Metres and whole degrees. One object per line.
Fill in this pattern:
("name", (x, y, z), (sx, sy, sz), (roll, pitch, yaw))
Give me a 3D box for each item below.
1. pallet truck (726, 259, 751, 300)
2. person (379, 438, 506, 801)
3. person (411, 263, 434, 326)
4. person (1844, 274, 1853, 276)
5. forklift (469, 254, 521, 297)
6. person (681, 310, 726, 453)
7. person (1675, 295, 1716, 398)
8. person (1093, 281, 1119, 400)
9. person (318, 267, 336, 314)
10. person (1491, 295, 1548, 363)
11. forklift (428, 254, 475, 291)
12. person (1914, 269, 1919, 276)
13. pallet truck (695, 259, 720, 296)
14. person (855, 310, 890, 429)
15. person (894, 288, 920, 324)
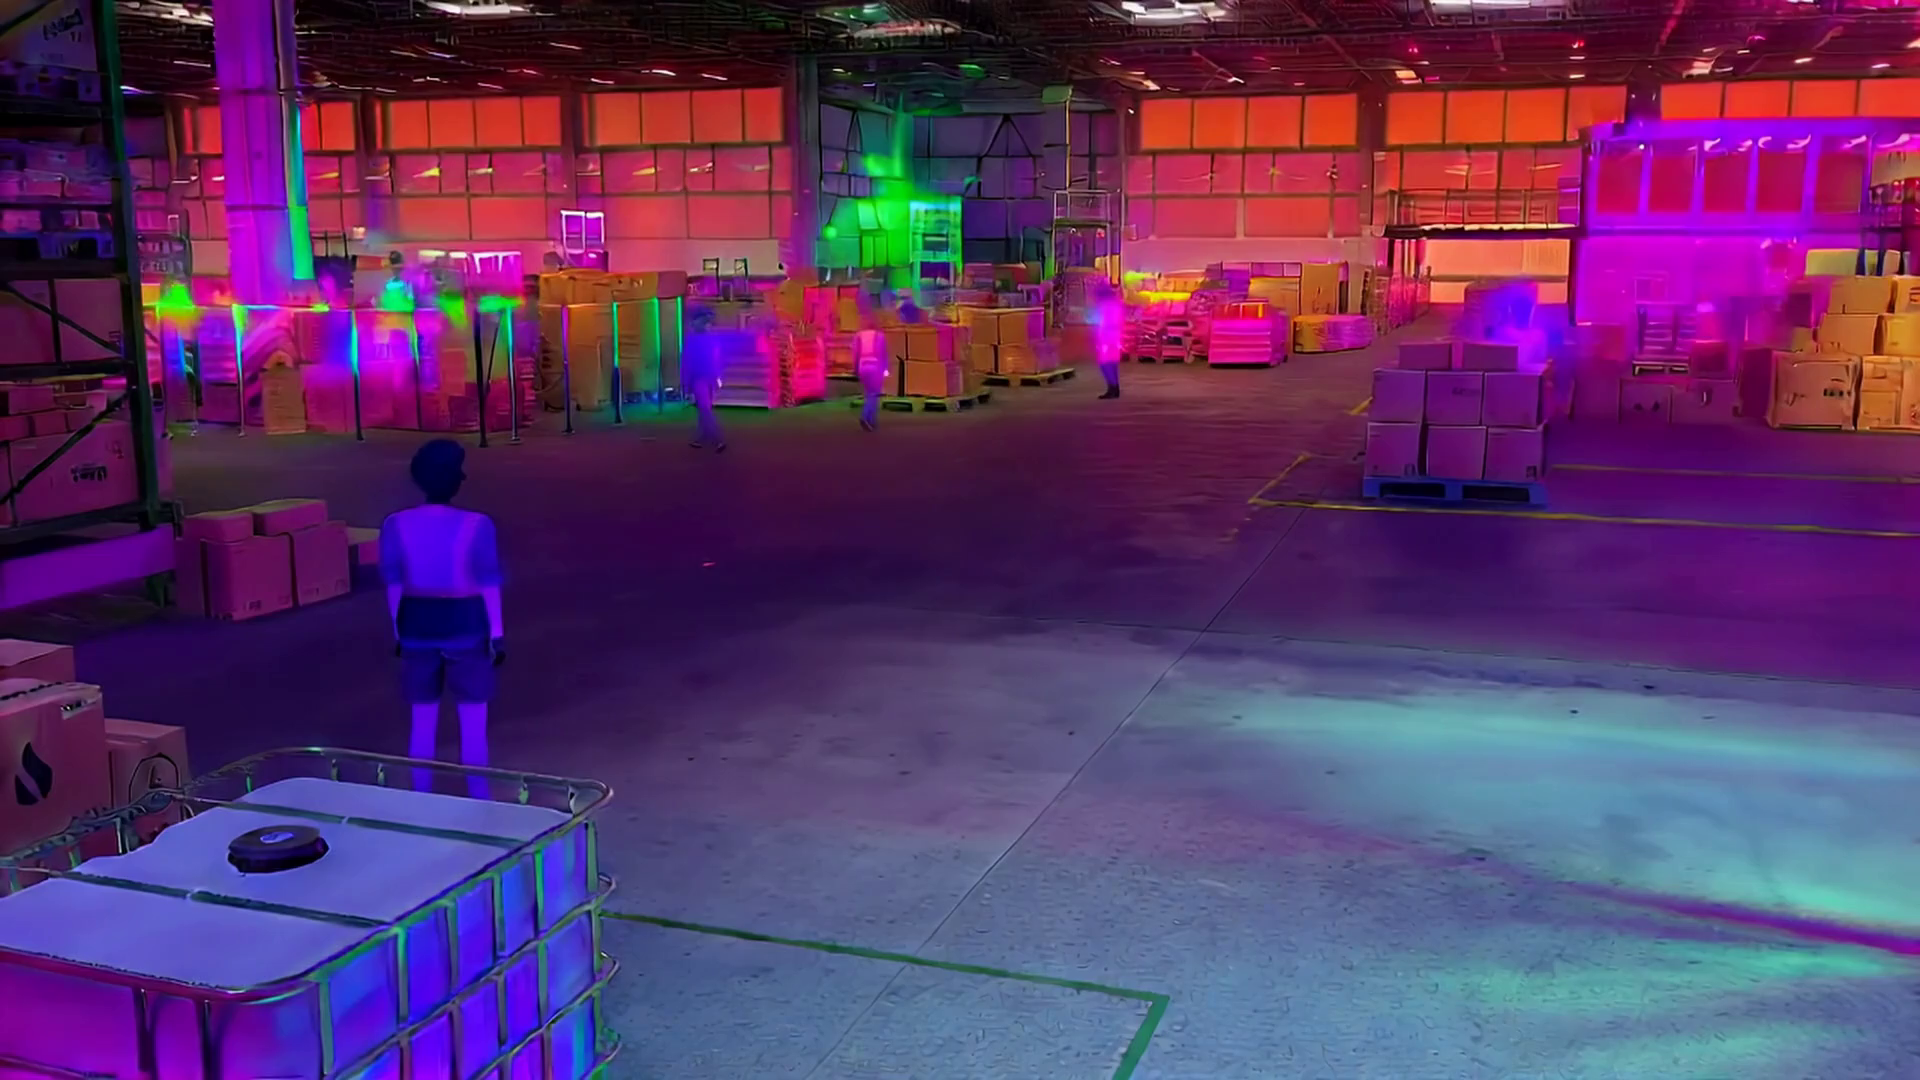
("pallet truck", (-7.986, -9.493, 62.019), (0.823, 1.965, 1.885), (3, 11, 17))
("person", (-2.180, 0.415, 7.069), (0.537, 1.696, 0.317), (1, 10, 8))
("person", (-13.815, -6.093, 42.740), (0.605, 2.045, 0.385), (2, 10, 12))
("person", (21.547, -5.567, 40.454), (0.509, 1.794, 0.962), (-5, 11, -27))
("forklift", (-17.990, -10.121, 64.684), (1.157, 1.987, 2.680), (3, 11, 17))
("person", (-3.083, -1.917, 20.125), (0.890, 1.724, 0.534), (10, 14, 43))
("person", (12.137, -3.110, 26.908), (0.889, 1.700, 0.480), (7, 12, 34))
("person", (2.386, -3.226, 26.967), (0.426, 1.921, 0.608), (6, 12, 32))
("person", (-17.653, -6.658, 46.348), (0.395, 1.899, 0.645), (3, 11, 18))
("person", (6.082, -1.688, 18.160), (0.608, 1.963, 0.372), (2, 10, 11))
("forklift", (-20.133, -10.254, 65.465), (1.157, 1.987, 2.680), (3, 11, 19))
("person", (20.838, -4.888, 36.133), (0.466, 1.978, 0.634), (2, 10, 10))
("pallet truck", (-9.165, -9.627, 62.776), (0.823, 1.965, 1.885), (4, 11, 23))
("person", (-1.222, -2.287, 22.476), (0.529, 1.620, 0.570), (6, 12, 29))
("person", (-0.968, -3.261, 27.514), (0.915, 1.781, 0.617), (6, 11, 29))
